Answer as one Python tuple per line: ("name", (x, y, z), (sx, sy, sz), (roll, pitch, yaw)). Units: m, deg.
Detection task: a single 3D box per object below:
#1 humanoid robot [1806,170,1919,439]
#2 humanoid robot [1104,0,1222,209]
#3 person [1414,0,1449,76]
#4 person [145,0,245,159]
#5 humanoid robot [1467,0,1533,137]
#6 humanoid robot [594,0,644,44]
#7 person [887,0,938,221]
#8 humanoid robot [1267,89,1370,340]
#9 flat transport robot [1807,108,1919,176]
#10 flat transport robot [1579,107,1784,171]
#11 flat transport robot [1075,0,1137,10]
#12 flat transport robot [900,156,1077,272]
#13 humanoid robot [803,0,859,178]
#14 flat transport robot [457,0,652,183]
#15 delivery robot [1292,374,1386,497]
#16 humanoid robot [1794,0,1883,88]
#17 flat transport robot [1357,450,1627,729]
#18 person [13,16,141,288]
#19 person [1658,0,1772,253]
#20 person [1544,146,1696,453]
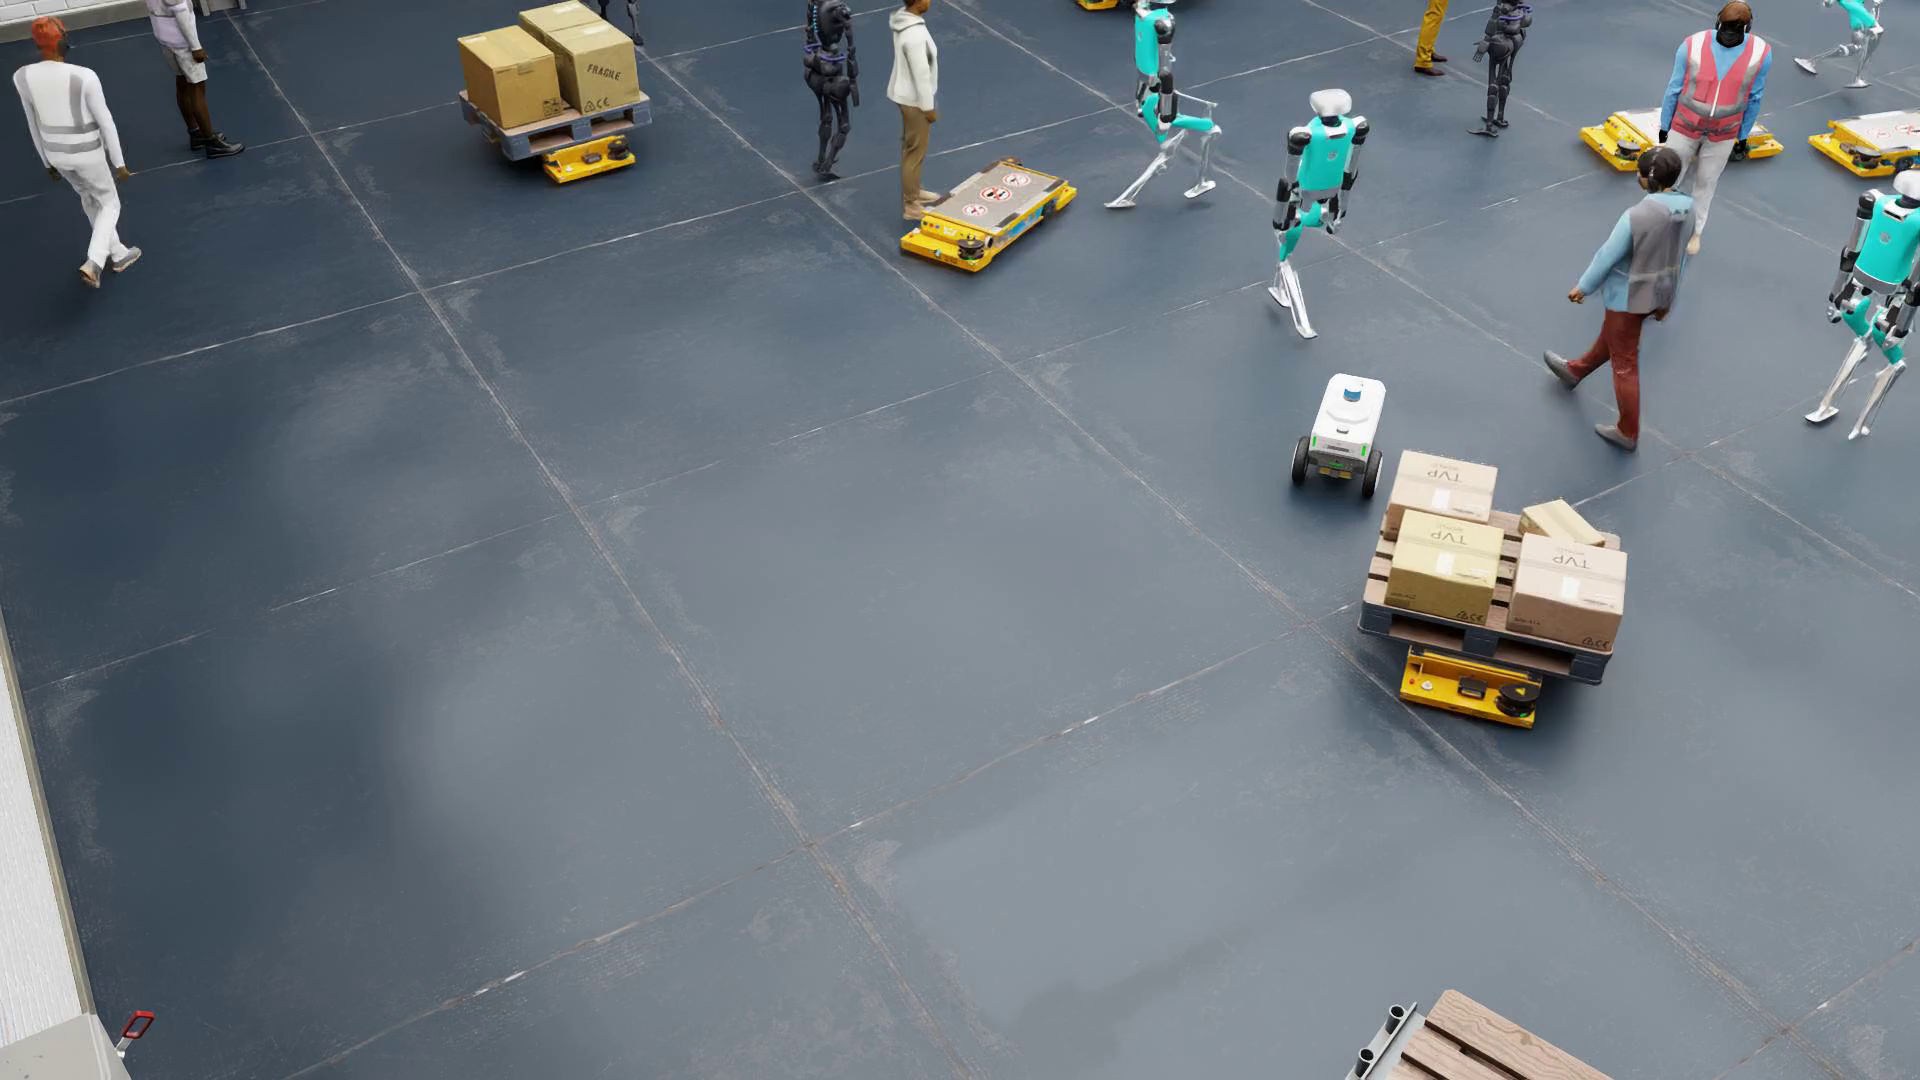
("humanoid robot", (5.508, -1.390, 9.863), (0.689, 1.791, 0.535), (-19, 42, -23))
("humanoid robot", (1.608, -3.243, 12.253), (1.059, 1.777, 0.552), (-12, 40, -14))
("person", (4.186, -4.893, 14.281), (0.343, 1.749, 0.533), (10, 39, 12))
("person", (-6.039, -3.922, 12.906), (0.371, 1.930, 0.542), (-32, 48, -34))
("humanoid robot", (4.344, -4.062, 13.270), (0.315, 1.659, 0.599), (27, 46, 30))
("humanoid robot", (-3.130, -5.341, 14.921), (0.585, 1.625, 0.754), (-17, 41, -20))
("person", (-0.339, -3.193, 12.122), (0.388, 1.768, 0.531), (-8, 39, -10))
("humanoid robot", (2.210, -2.192, 10.862), (0.547, 1.738, 0.928), (-11, 40, -14))
("flat transport robot", (7.634, -3.198, 13.327), (1.431, 0.231, 0.659), (-9, 39, -12))
("flat transport robot", (5.817, -3.253, 13.396), (1.431, 0.231, 0.659), (-8, 39, -10))
("flat transport robot", (1.736, -5.426, 16.138), (1.431, 0.231, 0.659), (-15, 41, -18))
("flat transport robot", (0.231, -2.440, 12.370), (0.659, 0.231, 1.431), (22, 44, 26))
("humanoid robot", (-1.032, -3.561, 12.669), (0.428, 1.655, 0.589), (-31, 48, -33))
("flat transport robot", (-3.246, -3.293, 13.447), (0.659, 0.231, 1.431), (-24, 44, -27))
("delivery robot", (2.290, -0.640, 9.884), (0.499, 0.614, 0.808), (13, 40, 15))
("humanoid robot", (7.624, -4.567, 13.934), (0.532, 1.767, 1.064), (-12, 40, -15))
("flat transport robot", (2.762, 0.398, 8.790), (0.659, 0.231, 1.431), (13, 40, 15))
("person", (-5.993, -2.566, 11.263), (0.581, 1.853, 0.702), (2, 38, 3))
("person", (5.231, -2.893, 11.690), (0.628, 1.836, 0.431), (13, 40, 16))
("person", (3.941, -1.494, 9.931), (0.516, 1.822, 0.981), (-21, 43, -24))
